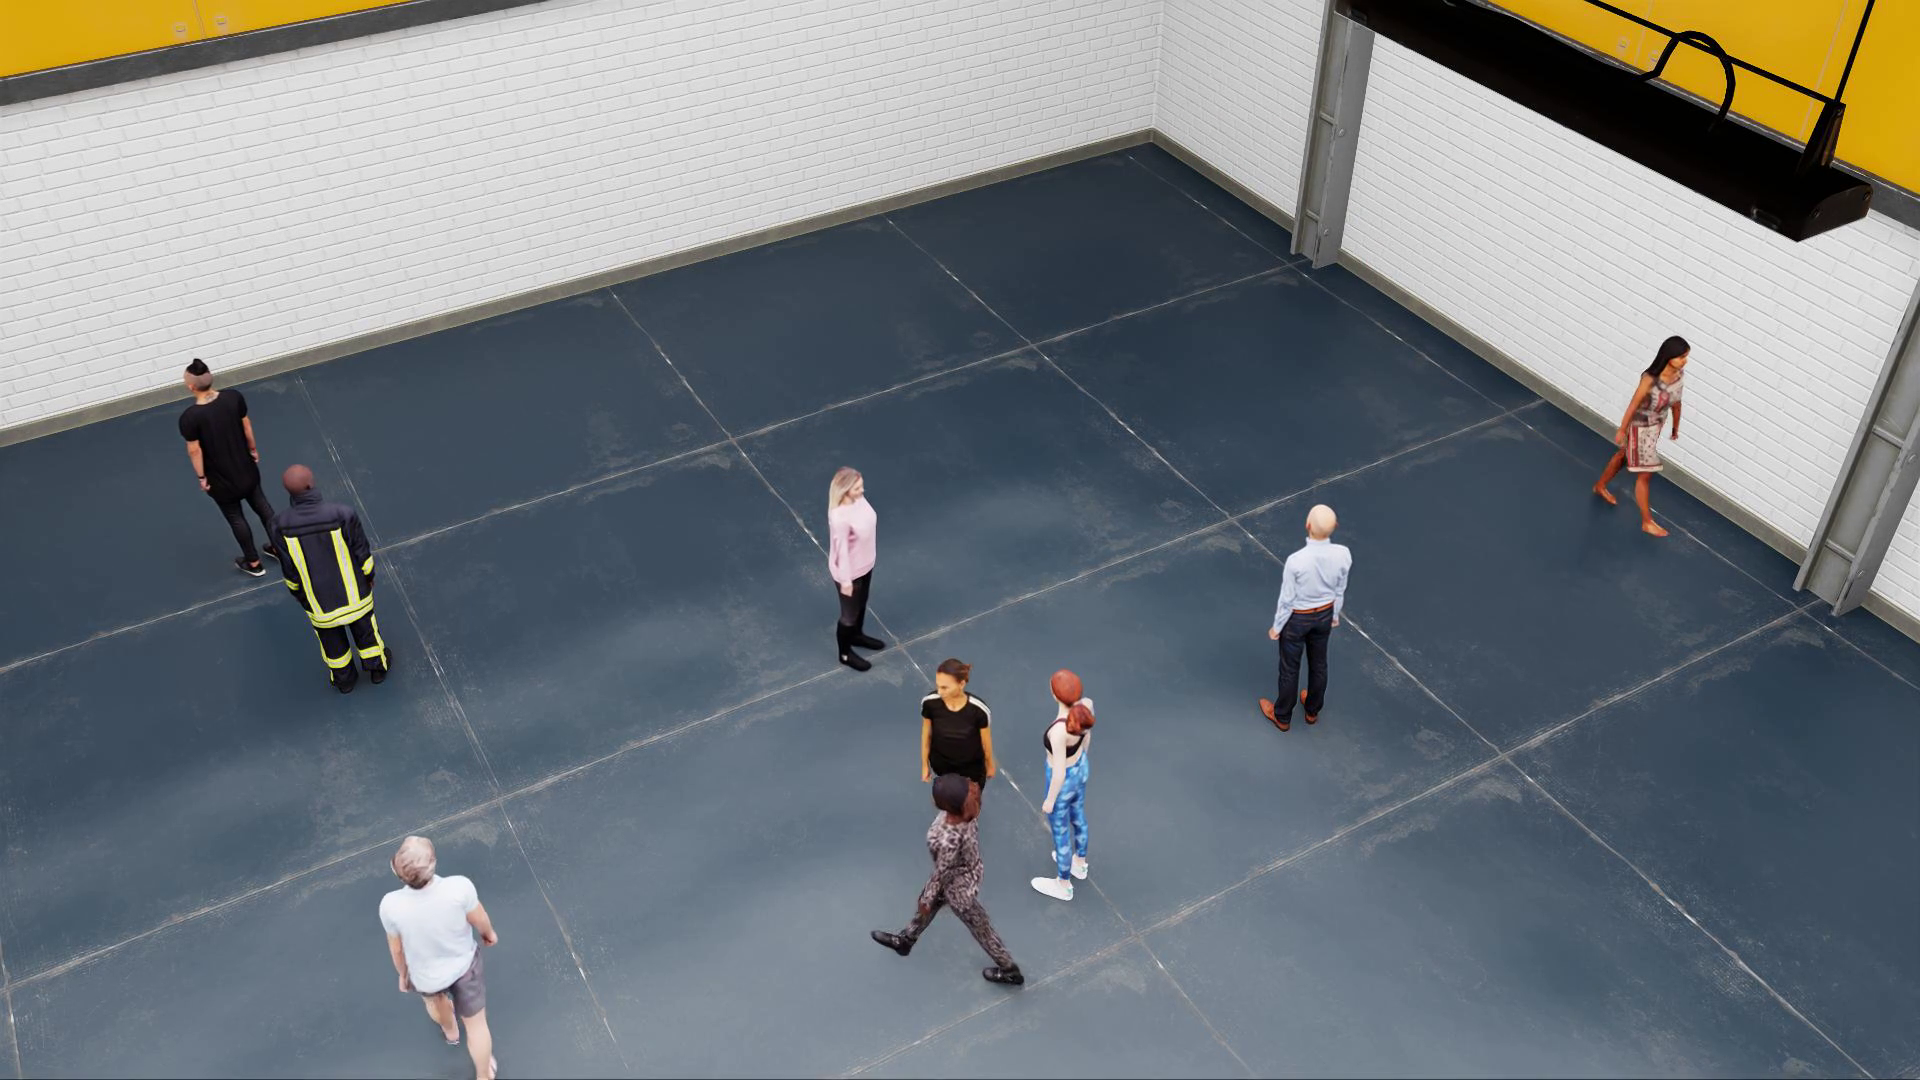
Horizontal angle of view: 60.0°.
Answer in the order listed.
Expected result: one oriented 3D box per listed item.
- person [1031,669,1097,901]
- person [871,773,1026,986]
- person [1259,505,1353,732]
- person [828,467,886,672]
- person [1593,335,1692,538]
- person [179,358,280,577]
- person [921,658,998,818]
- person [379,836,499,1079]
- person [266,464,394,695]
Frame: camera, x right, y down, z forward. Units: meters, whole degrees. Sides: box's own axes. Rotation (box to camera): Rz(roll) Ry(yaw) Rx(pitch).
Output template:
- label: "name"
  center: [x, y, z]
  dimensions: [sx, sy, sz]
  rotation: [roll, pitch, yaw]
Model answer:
- label: "person"
  center: [0.626, 1.436, 9.808]
  dimensions: [0.684, 1.786, 0.652]
  rotation: [23, 44, 26]
- label: "person"
  center: [0.085, 1.954, 9.255]
  dimensions: [1.169, 1.667, 1.110]
  rotation: [10, 40, 12]
- label: "person"
  center: [2.278, 0.521, 10.951]
  dimensions: [0.694, 1.789, 0.628]
  rotation: [-11, 40, -13]
- label: "person"
  center: [-0.759, 0.172, 11.472]
  dimensions: [0.739, 1.684, 0.685]
  rotation: [11, 40, 14]
- label: "person"
  center: [5.230, -0.902, 12.878]
  dimensions: [0.646, 1.609, 1.009]
  rotation: [-21, 43, -25]
- label: "person"
  center: [-5.374, -0.555, 12.243]
  dimensions: [0.728, 1.859, 0.755]
  rotation: [25, 45, 28]
- label: "person"
  center: [0.010, 1.303, 10.106]
  dimensions: [1.091, 1.622, 1.096]
  rotation: [12, 40, 15]
- label: "person"
  center: [-2.690, 2.307, 8.700]
  dimensions: [0.801, 1.809, 0.980]
  rotation: [-11, 40, -14]
- label: "person"
  center: [-4.266, 0.251, 11.264]
  dimensions: [0.797, 1.820, 0.737]
  rotation: [-12, 40, -14]
